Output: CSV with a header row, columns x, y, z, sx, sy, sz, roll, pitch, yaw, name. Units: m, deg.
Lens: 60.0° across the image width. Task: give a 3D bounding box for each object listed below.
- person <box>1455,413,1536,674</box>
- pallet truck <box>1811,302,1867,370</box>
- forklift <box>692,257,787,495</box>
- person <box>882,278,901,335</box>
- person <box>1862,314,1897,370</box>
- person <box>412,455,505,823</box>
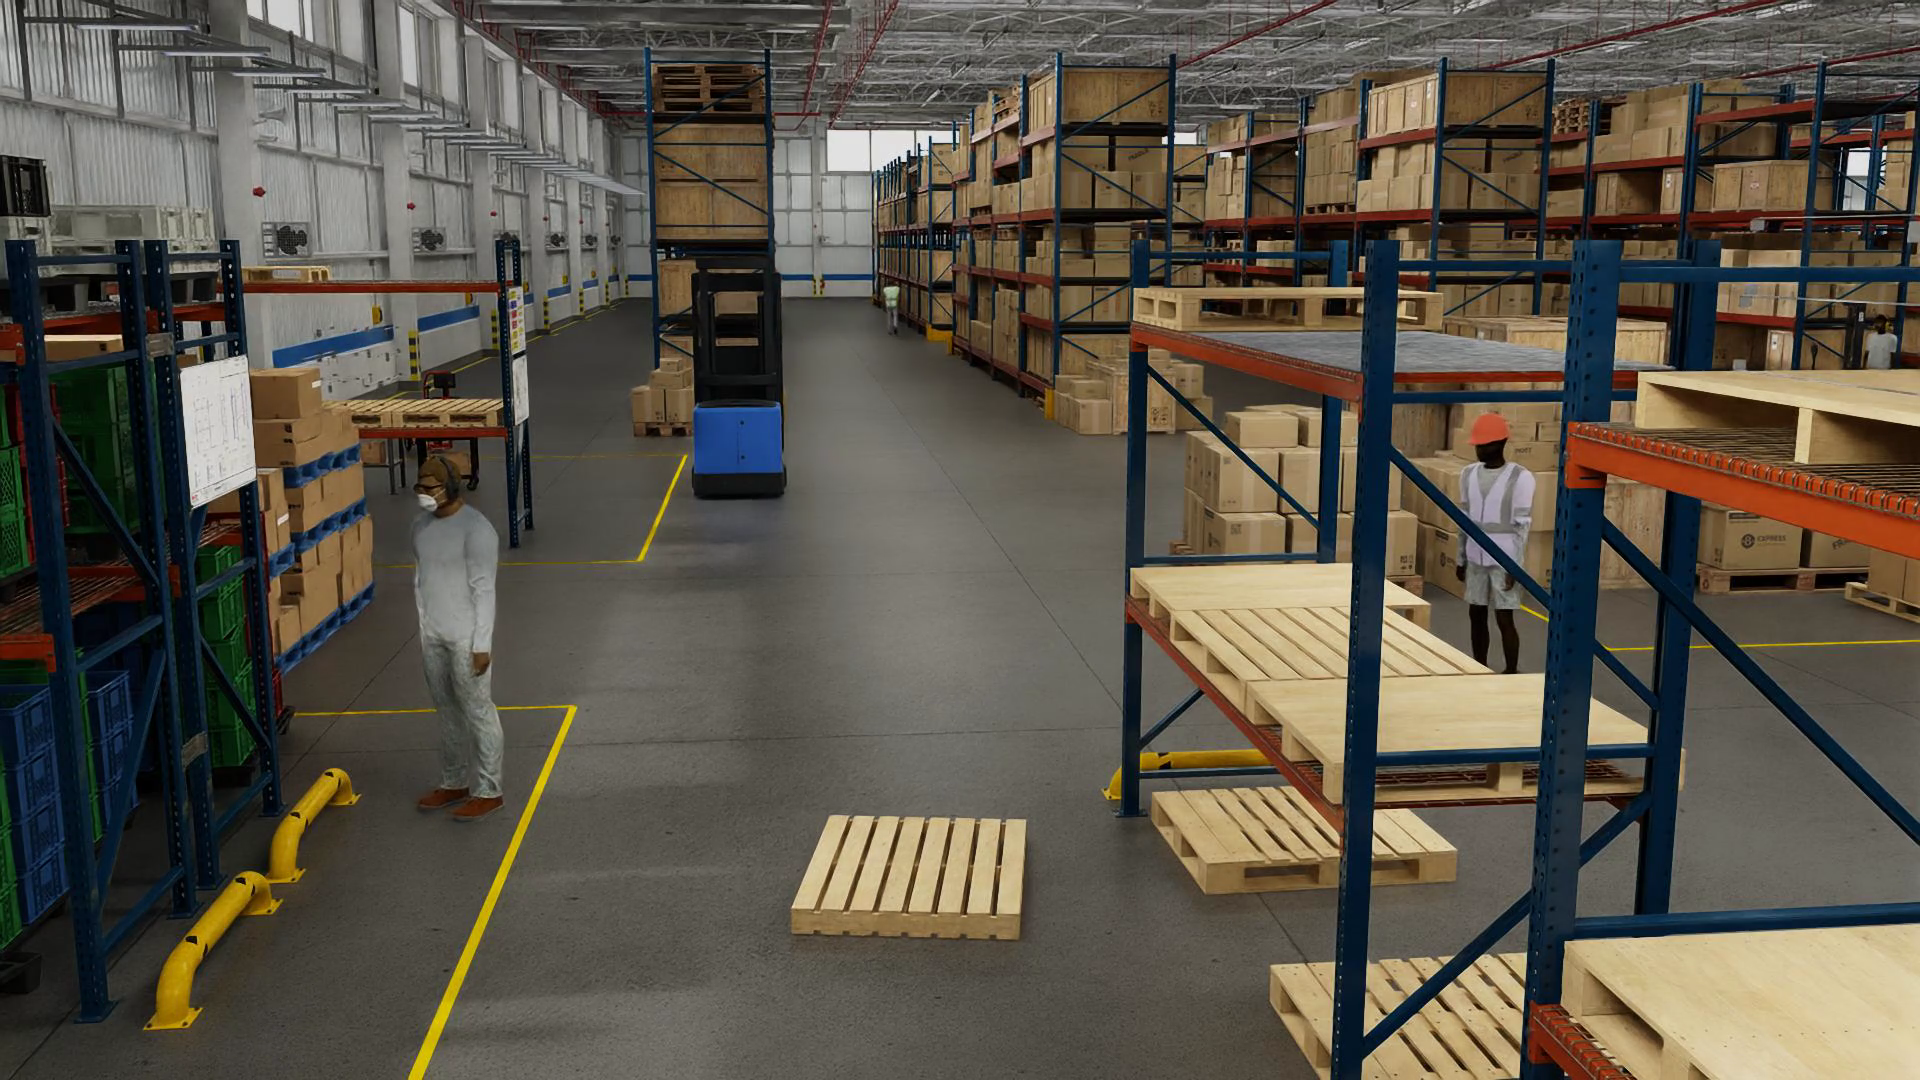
x,y,z,sx,sy,sz,roll,pitch,yaw,name
3.478,0.121,10.923,0.427,1.922,0.562,-8,13,-38,person
15.846,-3.142,28.793,1.885,1.965,0.823,2,10,12,pallet truck
-2.696,-2.029,20.179,1.129,2.768,1.873,-1,10,-6,forklift
-2.214,-7.531,53.564,0.606,1.824,0.606,-1,10,-7,person
14.688,-2.686,26.634,0.310,1.864,0.534,-6,12,-29,person
-2.658,0.511,8.748,0.621,1.932,0.375,8,13,37,person
